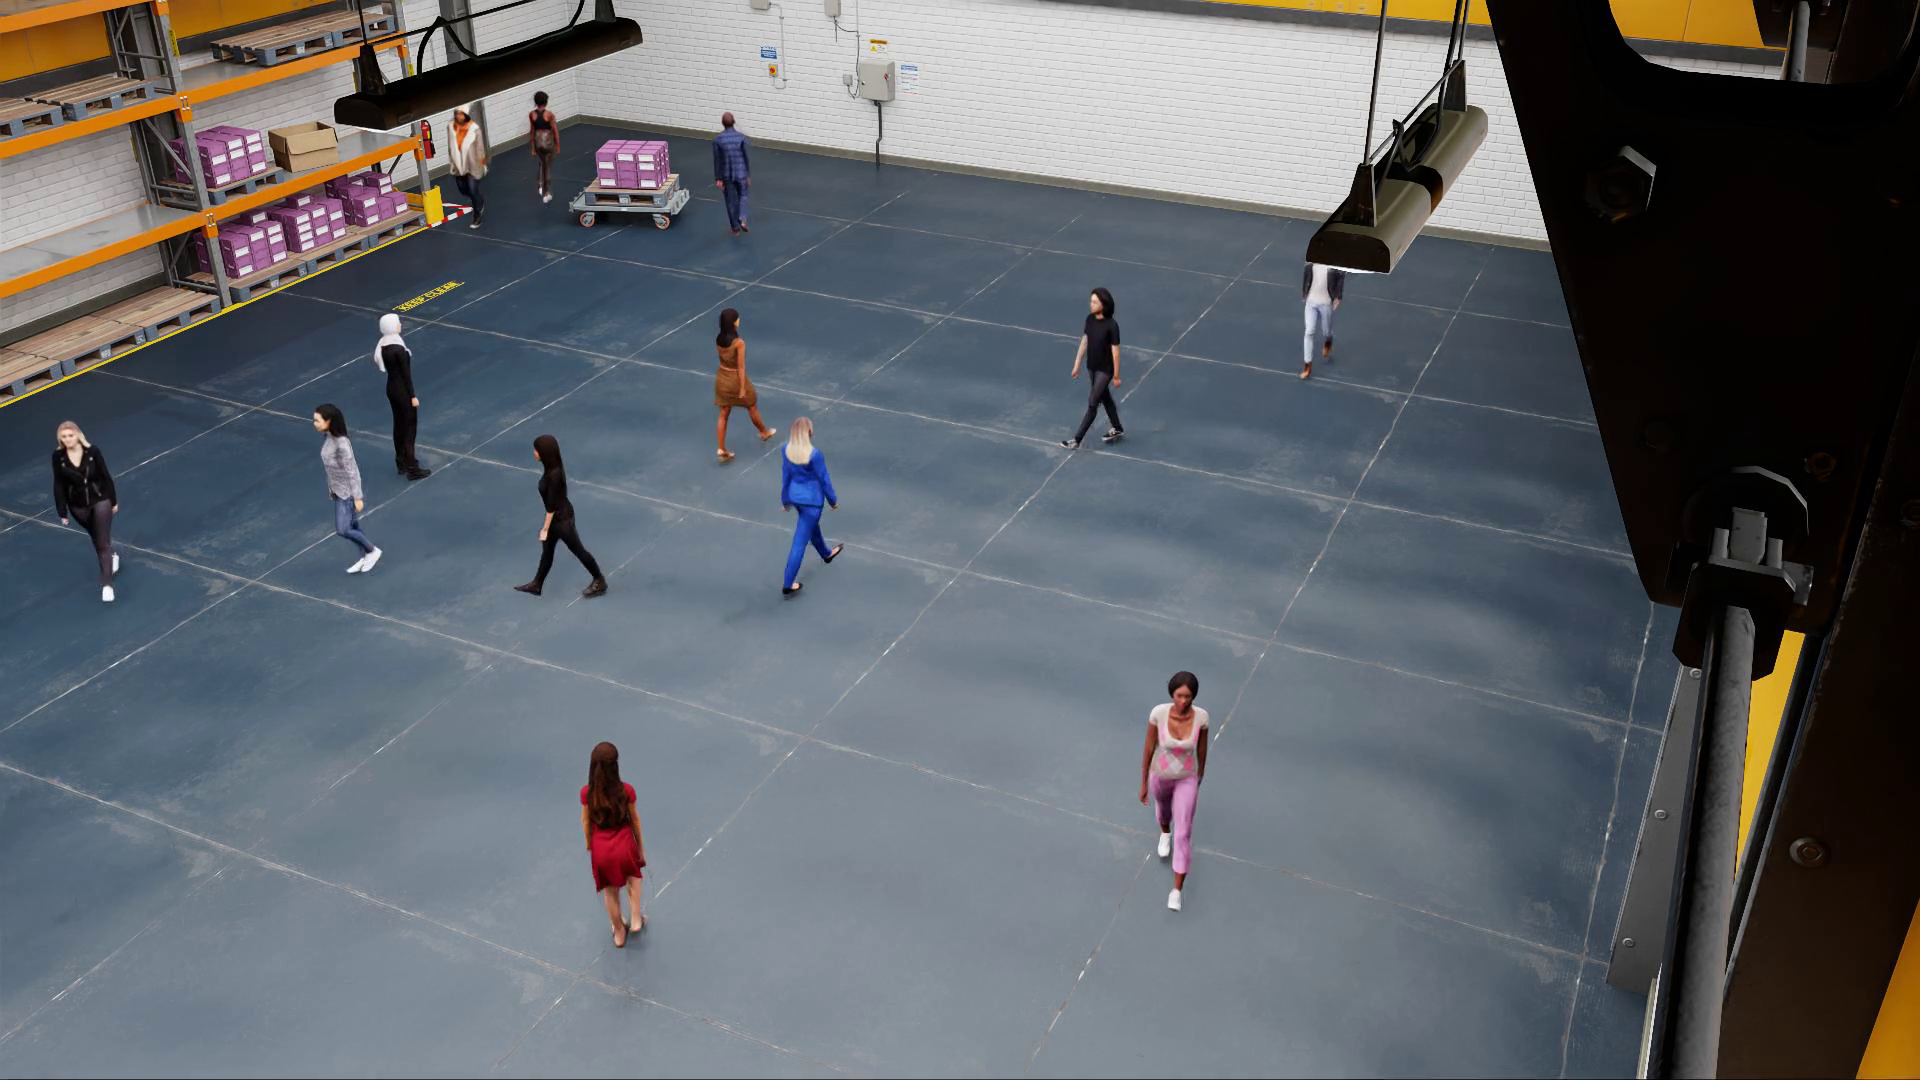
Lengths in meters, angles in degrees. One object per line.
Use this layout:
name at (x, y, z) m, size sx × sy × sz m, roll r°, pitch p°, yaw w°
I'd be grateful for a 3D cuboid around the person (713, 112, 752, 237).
person at (-3.267, -5.275, 24.108) m, size 0.834 × 1.810 × 0.884 m, roll -6°, pitch 29°, yaw -11°

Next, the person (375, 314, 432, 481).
person at (-5.781, -1.483, 17.192) m, size 0.651 × 1.775 × 0.669 m, roll -25°, pitch 37°, yaw -38°

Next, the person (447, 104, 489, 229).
person at (-7.284, -5.630, 24.700) m, size 0.836 × 1.866 × 1.129 m, roll 5°, pitch 29°, yaw 8°

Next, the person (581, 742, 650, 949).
person at (-2.288, 2.060, 10.941) m, size 0.686 × 1.541 × 0.751 m, roll -6°, pitch 29°, yaw -10°

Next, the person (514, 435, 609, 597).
person at (-3.508, -0.183, 14.988) m, size 1.091 × 1.604 × 1.045 m, roll -9°, pitch 30°, yaw -16°

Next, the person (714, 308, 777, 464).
person at (-2.447, -1.590, 17.518) m, size 0.737 × 1.652 × 1.086 m, roll 20°, pitch 35°, yaw 32°

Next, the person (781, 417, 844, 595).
person at (-1.459, -0.272, 15.097) m, size 0.808 × 1.656 × 1.202 m, roll 21°, pitch 35°, yaw 34°

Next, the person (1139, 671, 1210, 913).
person at (1.478, 1.629, 11.584) m, size 0.810 × 1.682 × 1.237 m, roll 5°, pitch 29°, yaw 8°

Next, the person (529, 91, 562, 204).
person at (-6.414, -6.026, 25.620) m, size 0.665 × 1.680 × 0.722 m, roll 3°, pitch 29°, yaw 6°

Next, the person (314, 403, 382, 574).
person at (-5.605, -0.485, 15.420) m, size 0.759 × 1.721 × 0.751 m, roll -22°, pitch 36°, yaw -35°

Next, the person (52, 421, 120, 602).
person at (-7.951, -0.329, 15.222) m, size 1.130 × 1.635 × 1.205 m, roll -9°, pitch 30°, yaw -16°

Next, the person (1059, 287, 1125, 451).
person at (1.582, -1.857, 17.863) m, size 1.230 × 1.791 × 1.049 m, roll -17°, pitch 33°, yaw -28°

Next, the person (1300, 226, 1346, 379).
person at (4.296, -2.864, 19.677) m, size 0.664 × 1.820 × 1.012 m, roll 14°, pitch 31°, yaw 24°
